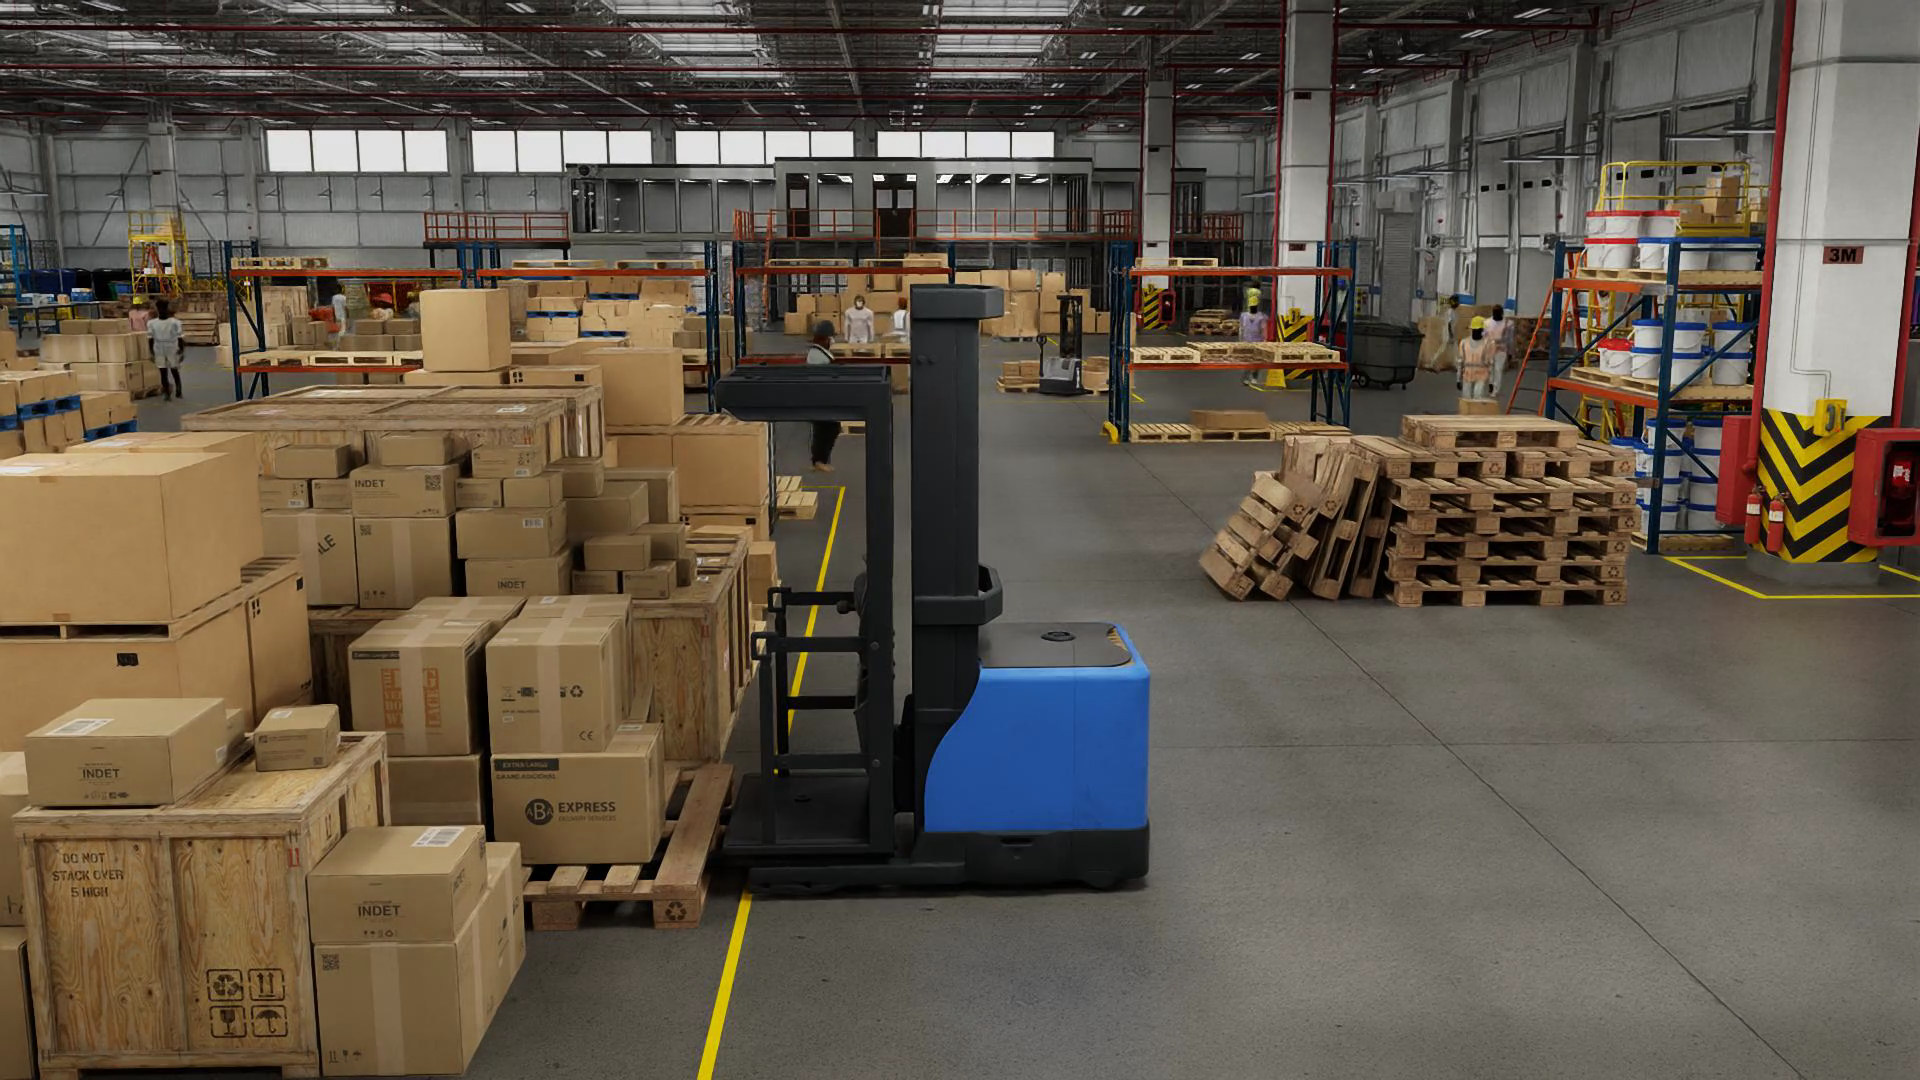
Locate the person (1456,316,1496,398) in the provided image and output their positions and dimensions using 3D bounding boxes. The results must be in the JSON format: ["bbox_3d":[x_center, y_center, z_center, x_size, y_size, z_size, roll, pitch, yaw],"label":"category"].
[{"bbox_3d":[7.962,-2.502,25.635,0.619,1.901,0.565,9,14,42],"label":"person"}]

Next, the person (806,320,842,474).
[{"bbox_3d":[-1.751,-1.878,21.779,0.542,2.000,0.689,0,10,1],"label":"person"}]

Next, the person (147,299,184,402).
[{"bbox_3d":[-15.033,-3.574,31.473,0.614,1.950,0.416,-2,10,-13],"label":"person"}]

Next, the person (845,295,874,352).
[{"bbox_3d":[-2.152,-4.267,35.482,0.642,1.903,0.856,0,10,1],"label":"person"}]

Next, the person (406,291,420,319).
[{"bbox_3d":[-14.502,-5.782,44.426,0.722,1.716,0.489,3,11,18],"label":"person"}]

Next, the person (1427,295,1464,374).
[{"bbox_3d":[11.243,-4.718,38.248,0.990,1.820,0.537,6,12,30],"label":"person"}]

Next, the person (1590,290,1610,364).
[{"bbox_3d":[15.997,-5.380,41.415,0.395,1.993,0.614,-1,10,-7],"label":"person"}]

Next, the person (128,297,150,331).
[{"bbox_3d":[-19.537,-4.947,39.722,0.527,1.736,0.791,1,10,7],"label":"person"}]

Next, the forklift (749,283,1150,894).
[{"bbox_3d":[-0.058,0.174,8.009,1.873,2.768,1.129,0,10,-2],"label":"forklift"}]

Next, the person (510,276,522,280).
[{"bbox_3d":[-18.044,-10.014,67.670,0.505,1.840,0.346,-1,10,-4],"label":"person"}]

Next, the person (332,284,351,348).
[{"bbox_3d":[-17.273,-6.218,46.460,0.563,1.855,0.438,4,11,22],"label":"person"}]

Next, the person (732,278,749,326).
[{"bbox_3d":[-7.601,-8.034,56.456,0.966,1.894,0.563,-4,11,-19],"label":"person"}]

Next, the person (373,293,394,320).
[{"bbox_3d":[-12.721,-4.493,36.705,0.625,1.910,0.578,5,11,26],"label":"person"}]

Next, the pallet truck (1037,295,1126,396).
[{"bbox_3d":[2.483,-3.881,33.060,1.885,1.965,0.823,-7,13,-36],"label":"pallet truck"}]

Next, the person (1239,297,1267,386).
[{"bbox_3d":[6.203,-4.204,35.216,0.609,1.872,1.015,3,11,17],"label":"person"}]

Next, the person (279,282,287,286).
[{"bbox_3d":[-19.083,-6.298,46.816,0.600,1.894,0.740,4,11,20],"label":"person"}]

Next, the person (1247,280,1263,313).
[{"bbox_3d":[9.232,-7.250,52.344,0.694,1.825,0.634,-6,12,-29],"label":"person"}]

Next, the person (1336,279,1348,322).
[{"bbox_3d":[11.200,-6.676,48.835,0.616,1.924,0.669,-1,10,-7],"label":"person"}]

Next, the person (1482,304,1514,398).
[{"bbox_3d":[10.465,-3.680,32.430,0.631,1.830,0.528,7,12,32],"label":"person"}]

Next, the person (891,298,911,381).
[{"bbox_3d":[-1.262,-4.312,35.919,0.588,1.837,0.988,7,12,35],"label":"person"}]
